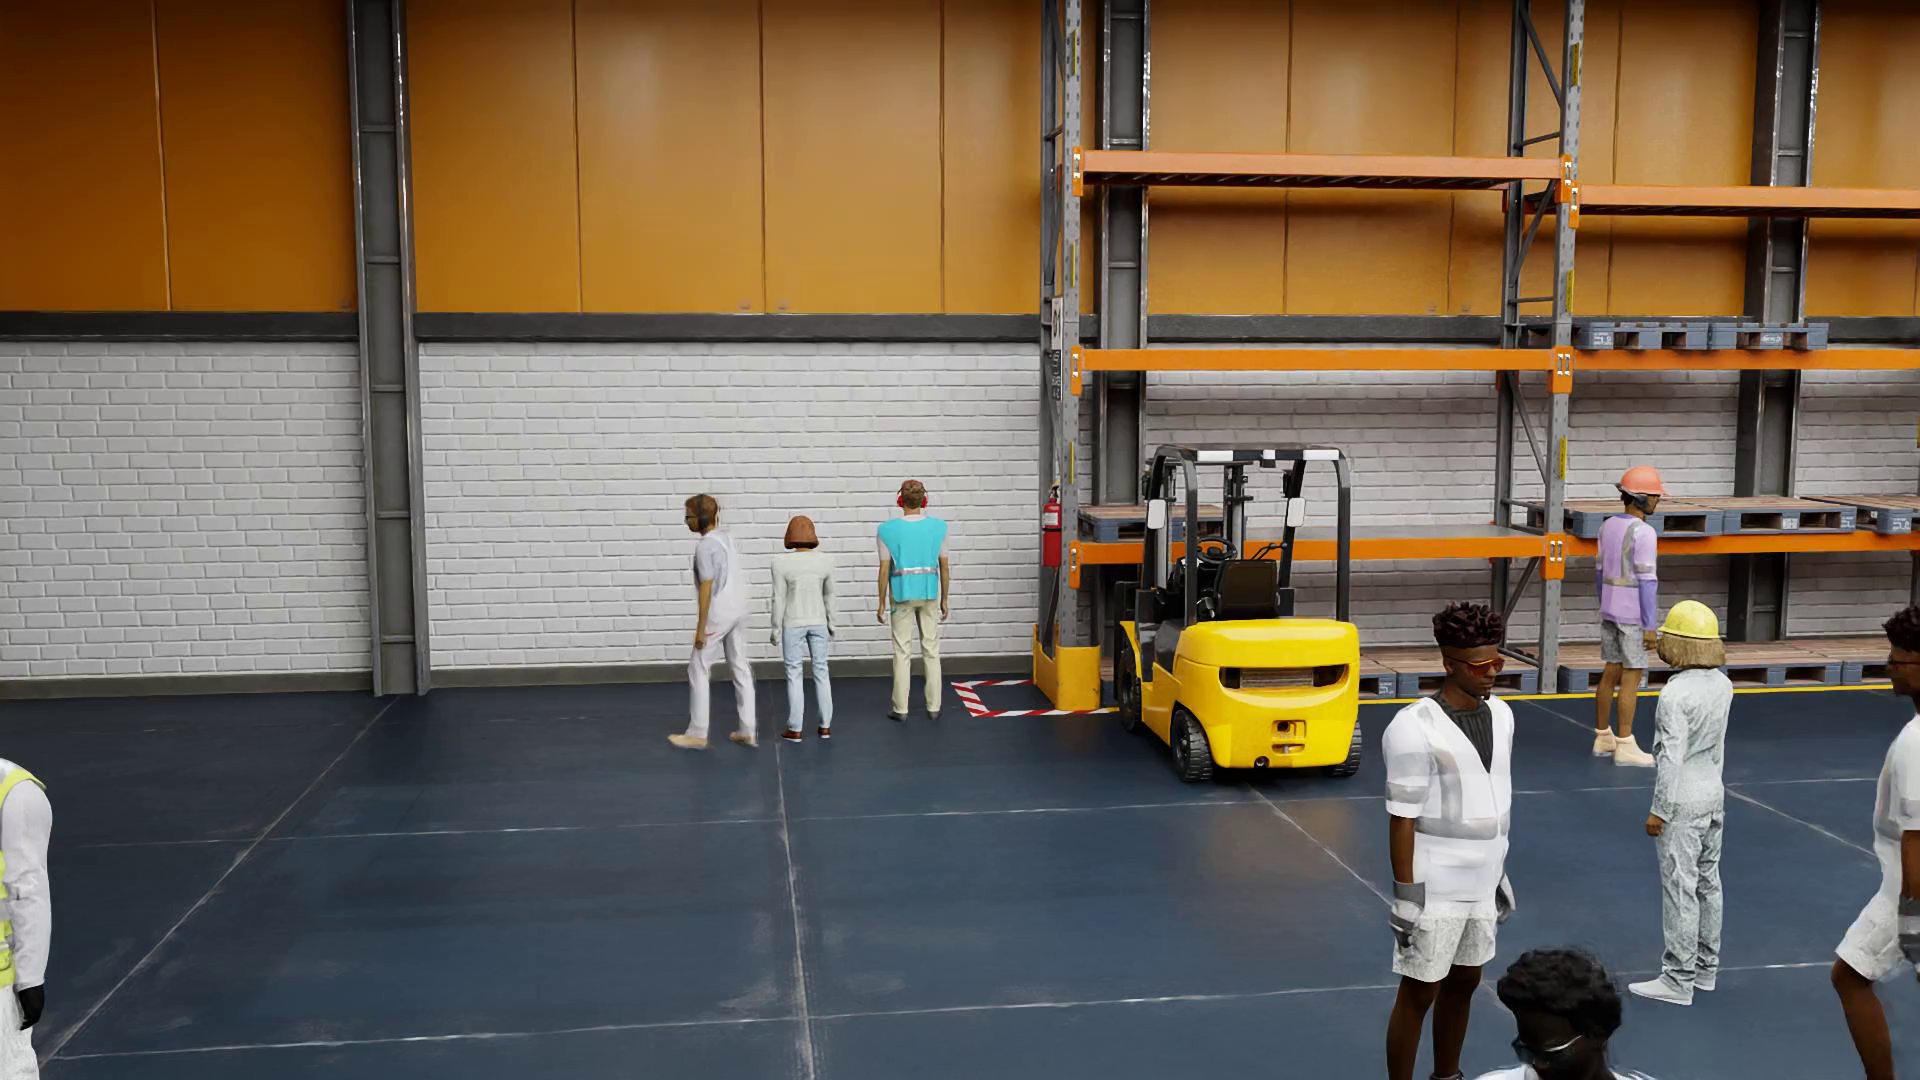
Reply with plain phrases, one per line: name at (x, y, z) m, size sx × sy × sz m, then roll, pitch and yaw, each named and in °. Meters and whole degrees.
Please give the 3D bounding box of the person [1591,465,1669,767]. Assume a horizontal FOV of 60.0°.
person at (4.584, 0.511, 11.341) m, size 0.391 × 2.040 × 0.615 m, roll -1°, pitch 7°, yaw -7°

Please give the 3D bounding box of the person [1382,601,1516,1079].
person at (1.724, 1.179, 5.814) m, size 0.614 × 1.963 × 0.362 m, roll -5°, pitch 8°, yaw -36°

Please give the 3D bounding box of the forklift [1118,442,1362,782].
forklift at (1.912, 0.418, 11.496) m, size 1.214 × 2.155 × 2.313 m, roll -1°, pitch 7°, yaw -8°

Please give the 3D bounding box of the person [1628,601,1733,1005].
person at (3.140, 1.129, 7.229) m, size 0.488 × 1.744 × 0.296 m, roll -5°, pitch 9°, yaw -40°

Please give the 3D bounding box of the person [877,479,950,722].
person at (-0.352, 0.465, 12.596) m, size 0.564 × 1.846 × 0.390 m, roll -2°, pitch 7°, yaw -14°

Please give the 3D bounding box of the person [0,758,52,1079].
person at (-3.098, 1.333, 5.087) m, size 0.636 × 1.830 × 0.429 m, roll 0°, pitch 7°, yaw 1°

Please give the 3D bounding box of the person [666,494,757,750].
person at (-1.739, 0.579, 11.756) m, size 0.614 × 1.813 × 0.507 m, roll 2°, pitch 7°, yaw 20°

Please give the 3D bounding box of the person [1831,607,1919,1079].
person at (3.315, 1.190, 5.830) m, size 0.604 × 1.948 × 0.581 m, roll -5°, pitch 8°, yaw -36°

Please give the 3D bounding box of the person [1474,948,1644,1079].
person at (1.271, 1.614, 3.412) m, size 0.554 × 1.661 × 0.711 m, roll 2°, pitch 7°, yaw 20°

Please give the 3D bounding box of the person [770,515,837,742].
person at (-1.130, 0.636, 12.017) m, size 0.507 × 1.631 × 0.270 m, roll -3°, pitch 7°, yaw -26°
